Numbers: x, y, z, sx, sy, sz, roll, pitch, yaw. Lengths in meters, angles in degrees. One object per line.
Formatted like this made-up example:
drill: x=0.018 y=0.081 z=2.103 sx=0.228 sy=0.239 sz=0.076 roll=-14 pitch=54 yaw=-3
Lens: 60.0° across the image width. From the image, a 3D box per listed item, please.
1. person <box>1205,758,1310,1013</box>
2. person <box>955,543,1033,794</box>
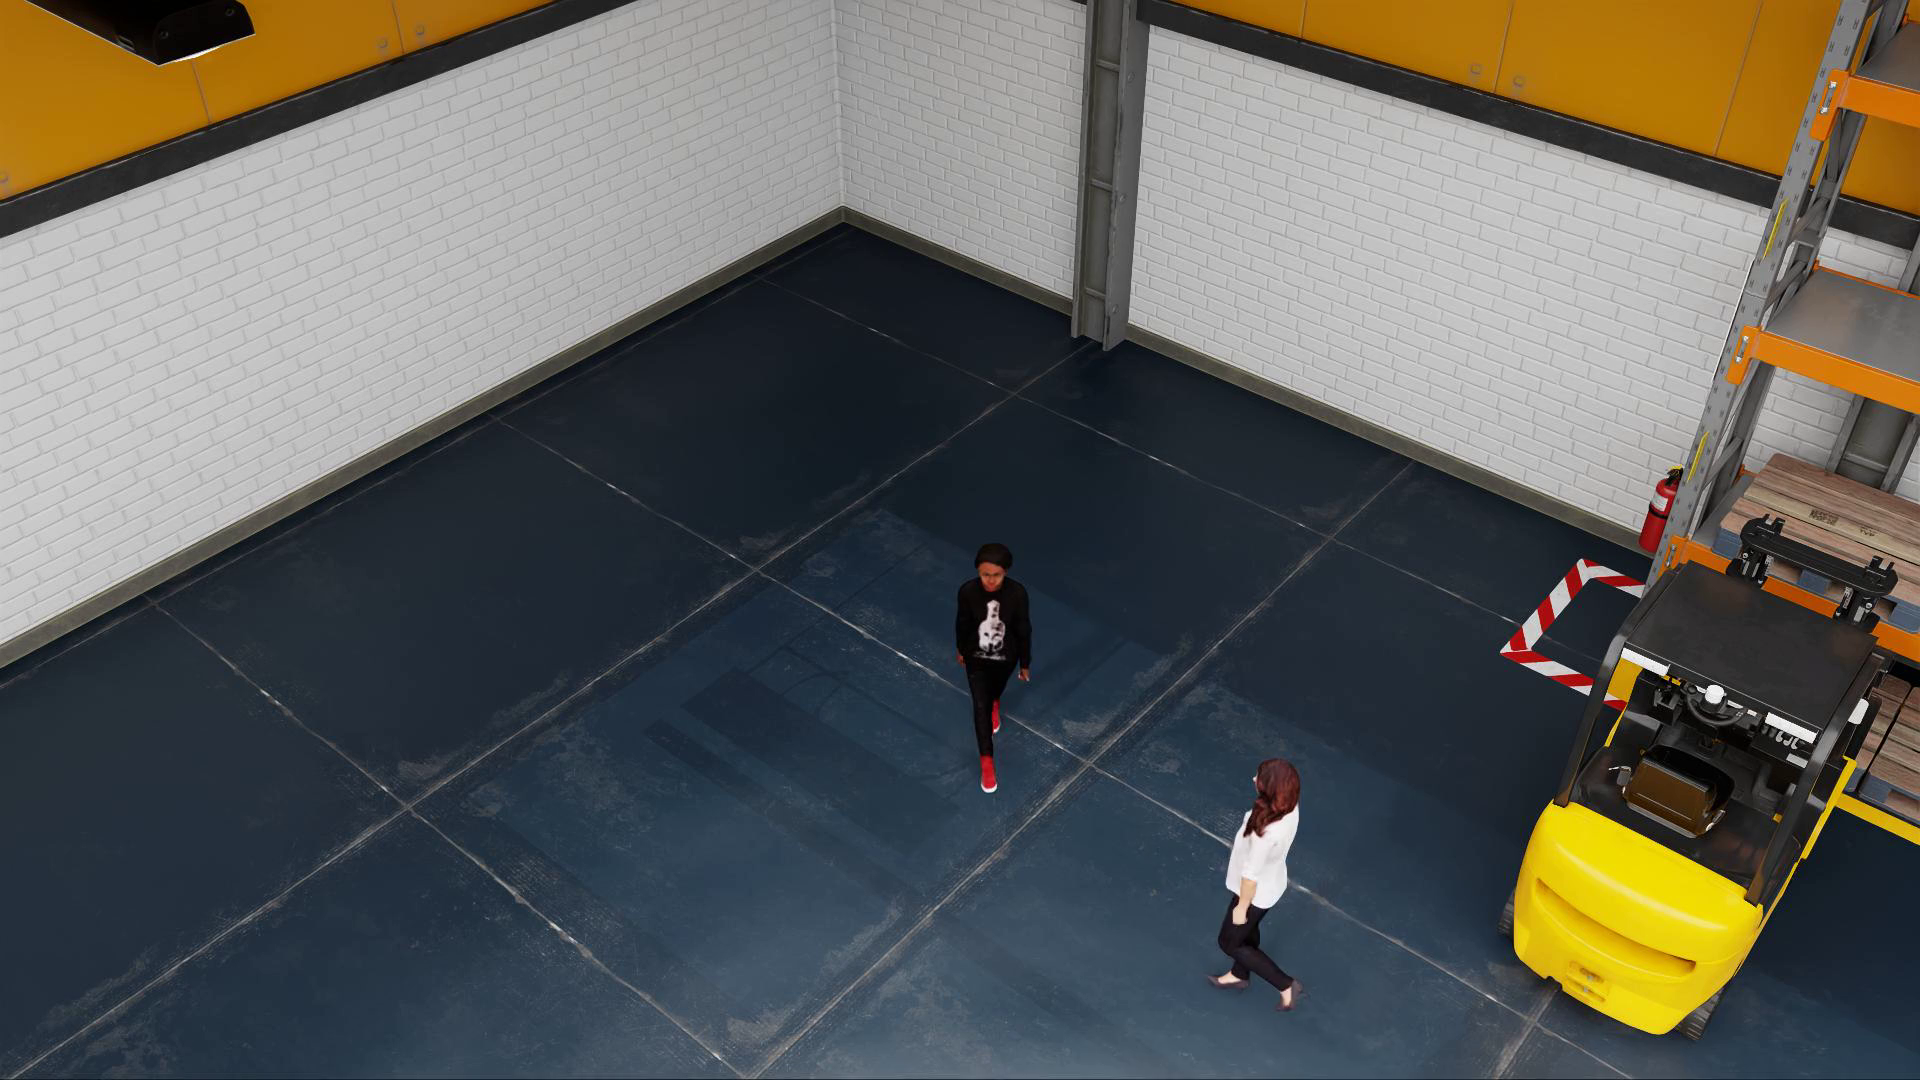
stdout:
person: x=1.625 y=1.839 z=8.592 sx=0.874 sy=1.782 sz=0.741 roll=17 pitch=42 yaw=20
person: x=0.201 y=0.647 z=10.201 sx=1.071 sy=1.636 sz=1.099 roll=-1 pitch=39 yaw=-1
